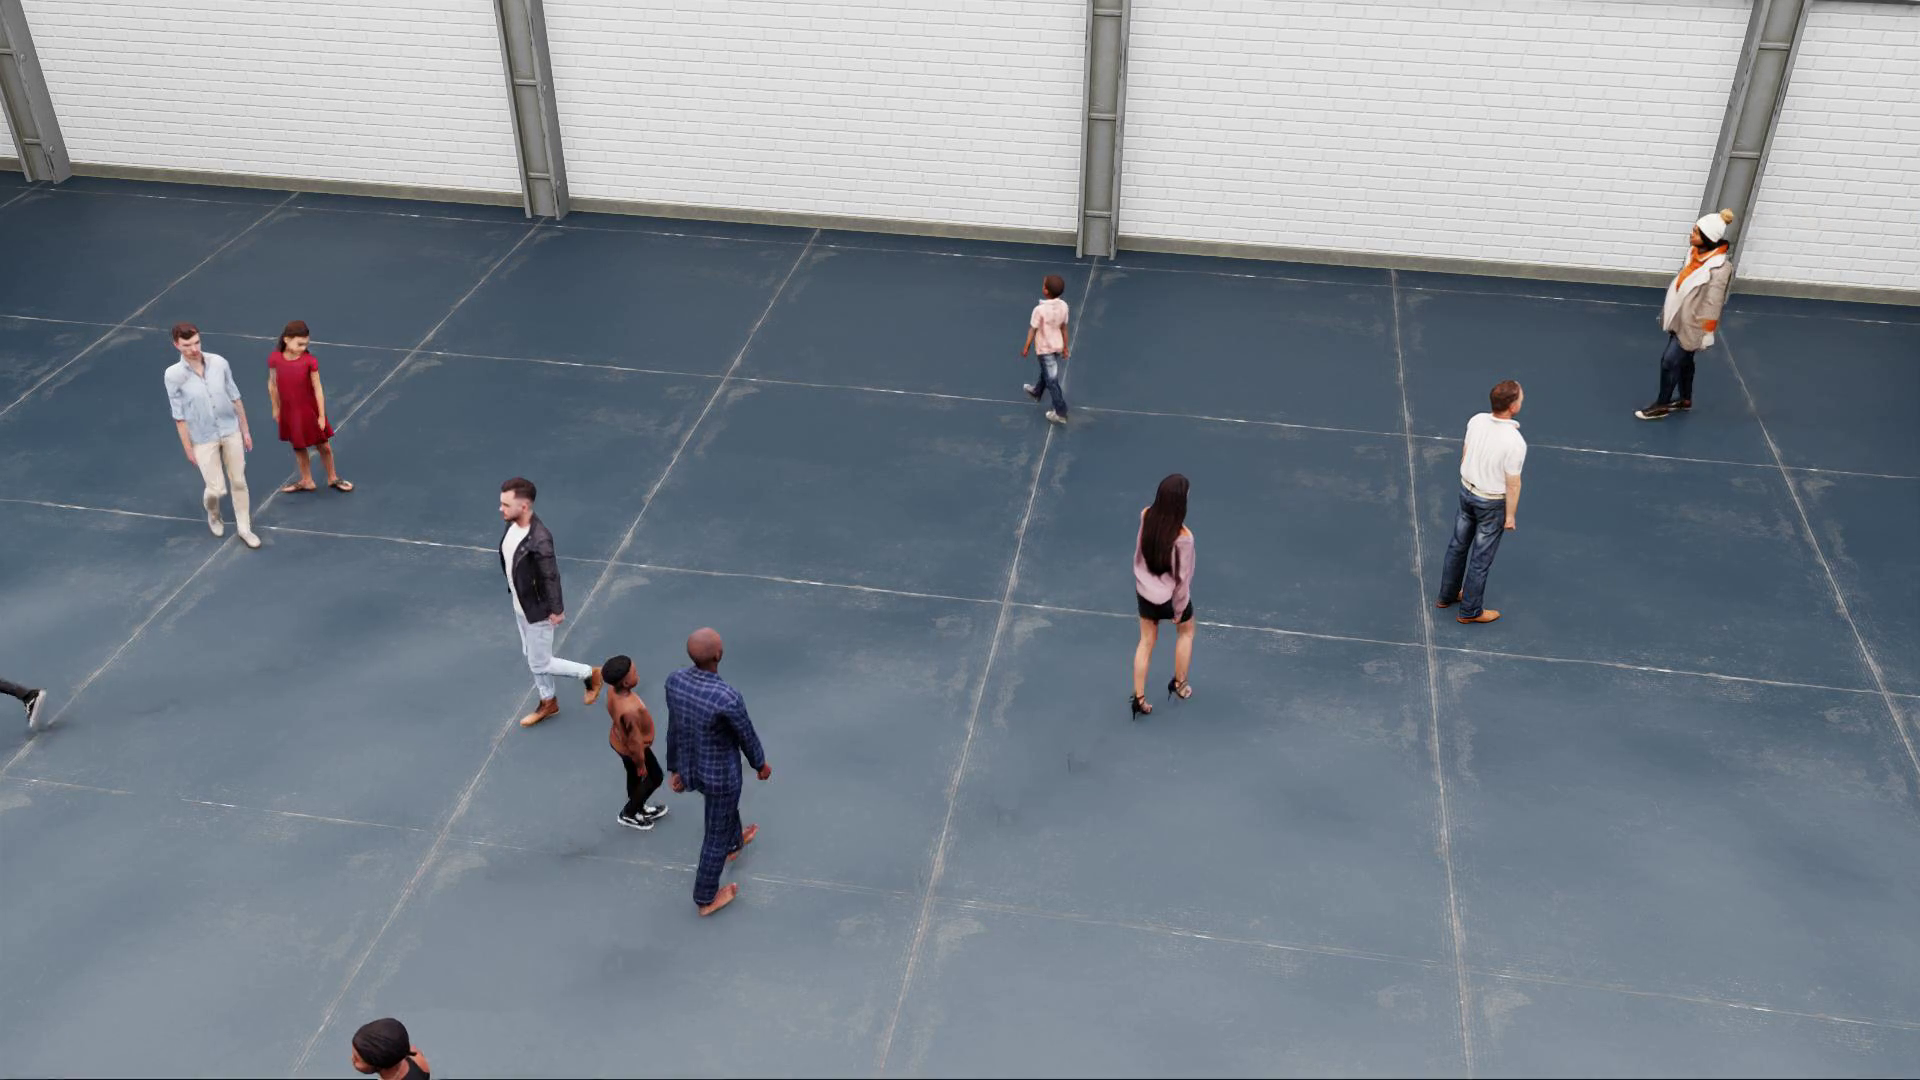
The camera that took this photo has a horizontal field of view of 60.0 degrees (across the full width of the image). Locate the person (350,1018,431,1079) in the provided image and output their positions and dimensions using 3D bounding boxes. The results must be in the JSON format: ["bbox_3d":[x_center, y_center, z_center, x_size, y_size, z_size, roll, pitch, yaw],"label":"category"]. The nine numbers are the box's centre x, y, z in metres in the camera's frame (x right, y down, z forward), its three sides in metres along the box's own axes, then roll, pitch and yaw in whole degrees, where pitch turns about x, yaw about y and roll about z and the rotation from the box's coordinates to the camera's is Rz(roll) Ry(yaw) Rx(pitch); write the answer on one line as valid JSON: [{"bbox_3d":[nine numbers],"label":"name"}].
[{"bbox_3d":[-2.246,2.666,7.240,0.866,1.680,0.695,-1,34,-1],"label":"person"}]

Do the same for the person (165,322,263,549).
[{"bbox_3d":[-5.545,-0.803,12.320,0.827,1.832,0.891,-29,43,-36],"label":"person"}]

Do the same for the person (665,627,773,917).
[{"bbox_3d":[-1.424,1.323,9.164,0.998,1.785,0.947,22,40,30],"label":"person"}]

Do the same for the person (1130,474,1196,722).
[{"bbox_3d":[1.217,0.408,10.533,0.831,1.794,0.883,28,42,35],"label":"person"}]

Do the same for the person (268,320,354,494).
[{"bbox_3d":[-5.178,-1.030,12.939,0.673,1.526,0.850,5,34,8],"label":"person"}]

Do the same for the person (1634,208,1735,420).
[{"bbox_3d":[6.221,-1.871,13.892,0.879,1.872,0.801,-1,34,-2],"label":"person"}]

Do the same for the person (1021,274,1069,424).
[{"bbox_3d":[0.785,-1.585,13.998,0.862,1.278,0.936,-22,40,-30],"label":"person"}]

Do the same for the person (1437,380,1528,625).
[{"bbox_3d":[3.607,-0.271,11.499,0.776,1.856,0.751,-15,36,-21],"label":"person"}]

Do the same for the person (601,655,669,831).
[{"bbox_3d":[-1.985,1.220,9.802,0.693,1.250,0.642,-16,37,-23],"label":"person"}]

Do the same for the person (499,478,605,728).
[{"bbox_3d":[-2.621,0.385,10.542,0.982,1.823,0.917,-20,38,-27],"label":"person"}]
